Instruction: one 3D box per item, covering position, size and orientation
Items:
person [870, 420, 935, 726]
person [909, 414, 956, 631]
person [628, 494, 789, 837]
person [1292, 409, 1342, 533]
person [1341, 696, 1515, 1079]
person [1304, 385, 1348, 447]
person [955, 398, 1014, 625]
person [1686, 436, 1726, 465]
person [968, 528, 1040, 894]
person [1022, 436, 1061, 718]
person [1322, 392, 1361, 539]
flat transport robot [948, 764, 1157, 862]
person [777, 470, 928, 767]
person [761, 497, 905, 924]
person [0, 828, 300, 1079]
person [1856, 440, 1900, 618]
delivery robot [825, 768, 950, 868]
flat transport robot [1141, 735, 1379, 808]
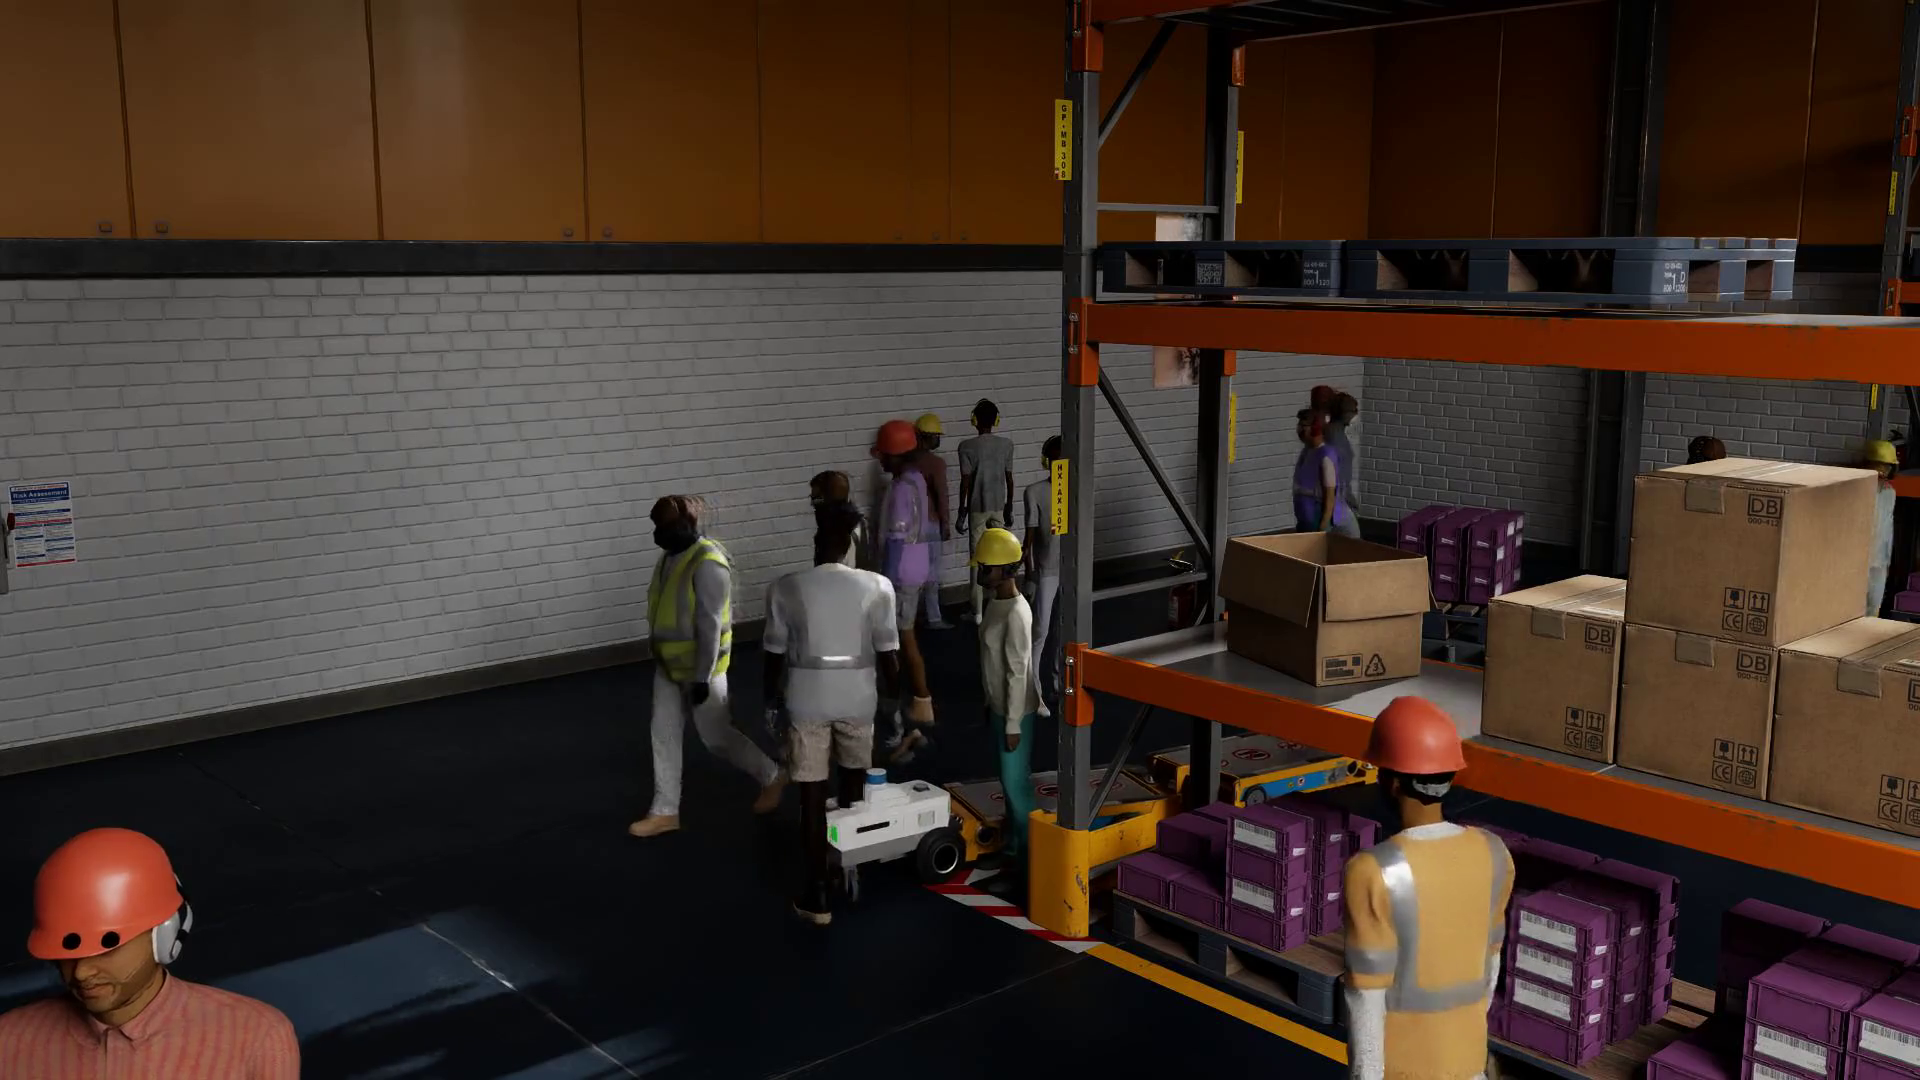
[{"bbox_3d":[-0.532,0.217,10.756,0.806,1.993,0.640,1,10,5],"label":"person"},{"bbox_3d":[-0.277,-0.144,13.537,0.329,1.764,0.524,-9,14,-44],"label":"person"},{"bbox_3d":[-1.338,0.644,8.776,0.825,1.812,0.625,-8,12,-38],"label":"person"},{"bbox_3d":[2.788,-0.113,13.207,0.453,1.843,0.598,-1,10,-8],"label":"person"},{"bbox_3d":[1.215,1.347,4.465,0.573,1.879,1.023,-4,11,-24],"label":"person"},{"bbox_3d":[3.318,-0.484,15.211,0.694,1.873,0.585,9,13,44],"label":"person"},{"bbox_3d":[0.204,-0.232,13.738,0.513,1.872,0.328,-4,10,-22],"label":"person"},{"bbox_3d":[4.957,0.217,11.191,0.627,1.844,0.429,-8,12,-38],"label":"person"},{"bbox_3d":[0.205,0.811,7.973,0.344,1.761,0.532,-1,10,-8],"label":"person"},{"bbox_3d":[0.638,0.231,11.030,0.532,1.868,0.309,-7,12,-35],"label":"person"},{"bbox_3d":[3.237,-0.269,13.822,0.825,1.912,0.635,1,10,3],"label":"person"},{"bbox_3d":[0.438,1.419,8.746,1.431,0.197,0.652,-4,10,-20],"label":"flat transport robot"},{"bbox_3d":[-0.637,0.477,9.816,0.918,1.799,0.520,4,11,24],"label":"person"},{"bbox_3d":[-0.603,0.759,7.798,0.619,1.912,0.821,-2,10,-12],"label":"person"},{"bbox_3d":[-1.557,1.506,3.195,0.612,1.995,0.382,-2,10,-10],"label":"person"},{"bbox_3d":[6.503,0.128,12.023,0.511,1.727,0.466,-4,10,-20],"label":"person"},{"bbox_3d":[-0.404,1.349,8.049,0.707,0.478,0.477,-7,12,-34],"label":"delivery robot"},{"bbox_3d":[1.712,1.297,9.461,1.431,0.197,0.652,-6,11,-31],"label":"flat transport robot"}]
